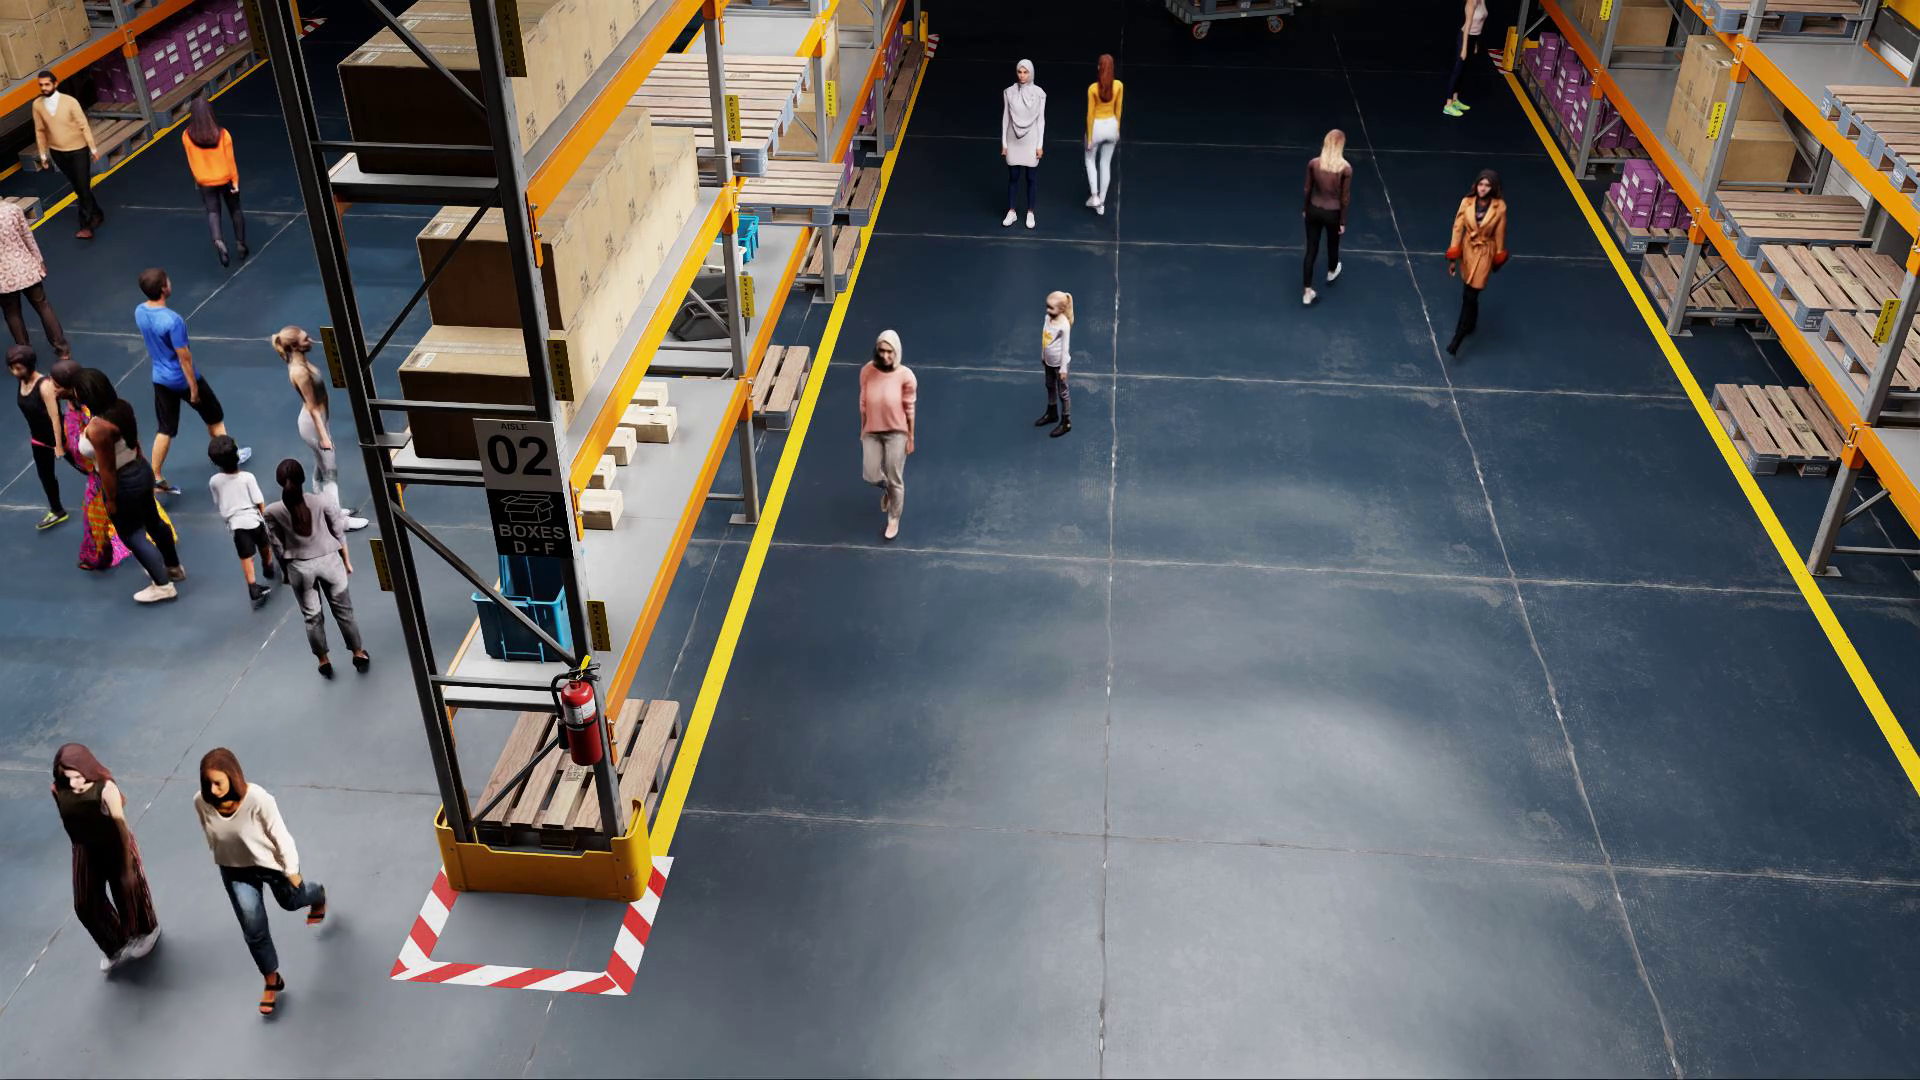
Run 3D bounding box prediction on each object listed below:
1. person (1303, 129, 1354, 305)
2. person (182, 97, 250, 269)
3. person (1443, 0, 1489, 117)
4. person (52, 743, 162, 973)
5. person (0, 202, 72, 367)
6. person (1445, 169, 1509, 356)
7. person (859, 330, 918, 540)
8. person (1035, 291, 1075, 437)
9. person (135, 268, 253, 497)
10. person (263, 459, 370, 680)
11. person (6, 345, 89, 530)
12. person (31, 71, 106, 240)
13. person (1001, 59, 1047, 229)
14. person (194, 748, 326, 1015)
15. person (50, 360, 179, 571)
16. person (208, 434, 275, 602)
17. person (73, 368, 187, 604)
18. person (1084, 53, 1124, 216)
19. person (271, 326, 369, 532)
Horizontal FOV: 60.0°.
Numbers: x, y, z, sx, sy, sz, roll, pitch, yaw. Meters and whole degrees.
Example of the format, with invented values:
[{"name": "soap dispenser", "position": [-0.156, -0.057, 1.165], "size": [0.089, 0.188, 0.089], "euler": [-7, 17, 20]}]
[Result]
[{"name": "person", "position": [3.461, -3.062, 15.958], "size": [0.885, 1.669, 1.125], "euler": [16, 37, 23]}, {"name": "person", "position": [-7.432, -3.531, 16.613], "size": [0.837, 1.724, 1.081], "euler": [-8, 34, -11]}, {"name": "person", "position": [6.261, -6.141, 20.560], "size": [0.738, 1.701, 0.631], "euler": [21, 39, 28]}, {"name": "person", "position": [-4.581, 1.631, 9.012], "size": [0.553, 1.541, 0.606], "euler": [2, 34, 3]}, {"name": "person", "position": [-8.413, -2.364, 14.777], "size": [0.928, 1.812, 0.988], "euler": [-23, 40, -30]}, {"name": "person", "position": [4.734, -2.580, 15.233], "size": [1.022, 1.667, 1.285], "euler": [18, 38, 25]}, {"name": "person", "position": [-0.526, -0.846, 12.585], "size": [0.667, 1.712, 0.747], "euler": [9, 35, 13]}, {"name": "person", "position": [0.822, -1.506, 13.971], "size": [0.626, 1.275, 0.553], "euler": [-19, 38, -26]}, {"name": "person", "position": [-6.193, -1.188, 12.994], "size": [0.870, 1.829, 1.288], "euler": [12, 35, 17]}, {"name": "person", "position": [-4.278, 0.199, 11.043], "size": [0.708, 1.678, 0.718], "euler": [-10, 35, -15]}, {"name": "person", "position": [-6.867, -0.833, 12.738], "size": [0.808, 1.520, 1.039], "euler": [16, 37, 23]}, {"name": "person", "position": [-9.286, -4.077, 17.434], "size": [0.732, 1.725, 1.057], "euler": [0, 34, 0]}, {"name": "person", "position": [0.665, -4.188, 17.554], "size": [0.626, 1.776, 0.546], "euler": [6, 34, 9]}, {"name": "person", "position": [-3.690, 1.673, 8.852], "size": [0.641, 1.648, 1.009], "euler": [2, 34, 4]}, {"name": "person", "position": [-6.248, -0.614, 12.291], "size": [1.037, 1.651, 1.010], "euler": [-20, 39, -27]}, {"name": "person", "position": [-5.154, -0.131, 11.937], "size": [0.683, 1.239, 0.874], "euler": [-6, 34, -10]}, {"name": "person", "position": [-5.891, -0.390, 11.815], "size": [0.758, 1.805, 0.593], "euler": [-4, 34, -6]}, {"name": "person", "position": [1.556, -4.299, 17.755], "size": [0.660, 1.739, 0.673], "euler": [-7, 34, -11]}, {"name": "person", "position": [-4.888, -0.850, 12.596], "size": [0.742, 1.706, 0.670], "euler": [-15, 36, -21]}]
